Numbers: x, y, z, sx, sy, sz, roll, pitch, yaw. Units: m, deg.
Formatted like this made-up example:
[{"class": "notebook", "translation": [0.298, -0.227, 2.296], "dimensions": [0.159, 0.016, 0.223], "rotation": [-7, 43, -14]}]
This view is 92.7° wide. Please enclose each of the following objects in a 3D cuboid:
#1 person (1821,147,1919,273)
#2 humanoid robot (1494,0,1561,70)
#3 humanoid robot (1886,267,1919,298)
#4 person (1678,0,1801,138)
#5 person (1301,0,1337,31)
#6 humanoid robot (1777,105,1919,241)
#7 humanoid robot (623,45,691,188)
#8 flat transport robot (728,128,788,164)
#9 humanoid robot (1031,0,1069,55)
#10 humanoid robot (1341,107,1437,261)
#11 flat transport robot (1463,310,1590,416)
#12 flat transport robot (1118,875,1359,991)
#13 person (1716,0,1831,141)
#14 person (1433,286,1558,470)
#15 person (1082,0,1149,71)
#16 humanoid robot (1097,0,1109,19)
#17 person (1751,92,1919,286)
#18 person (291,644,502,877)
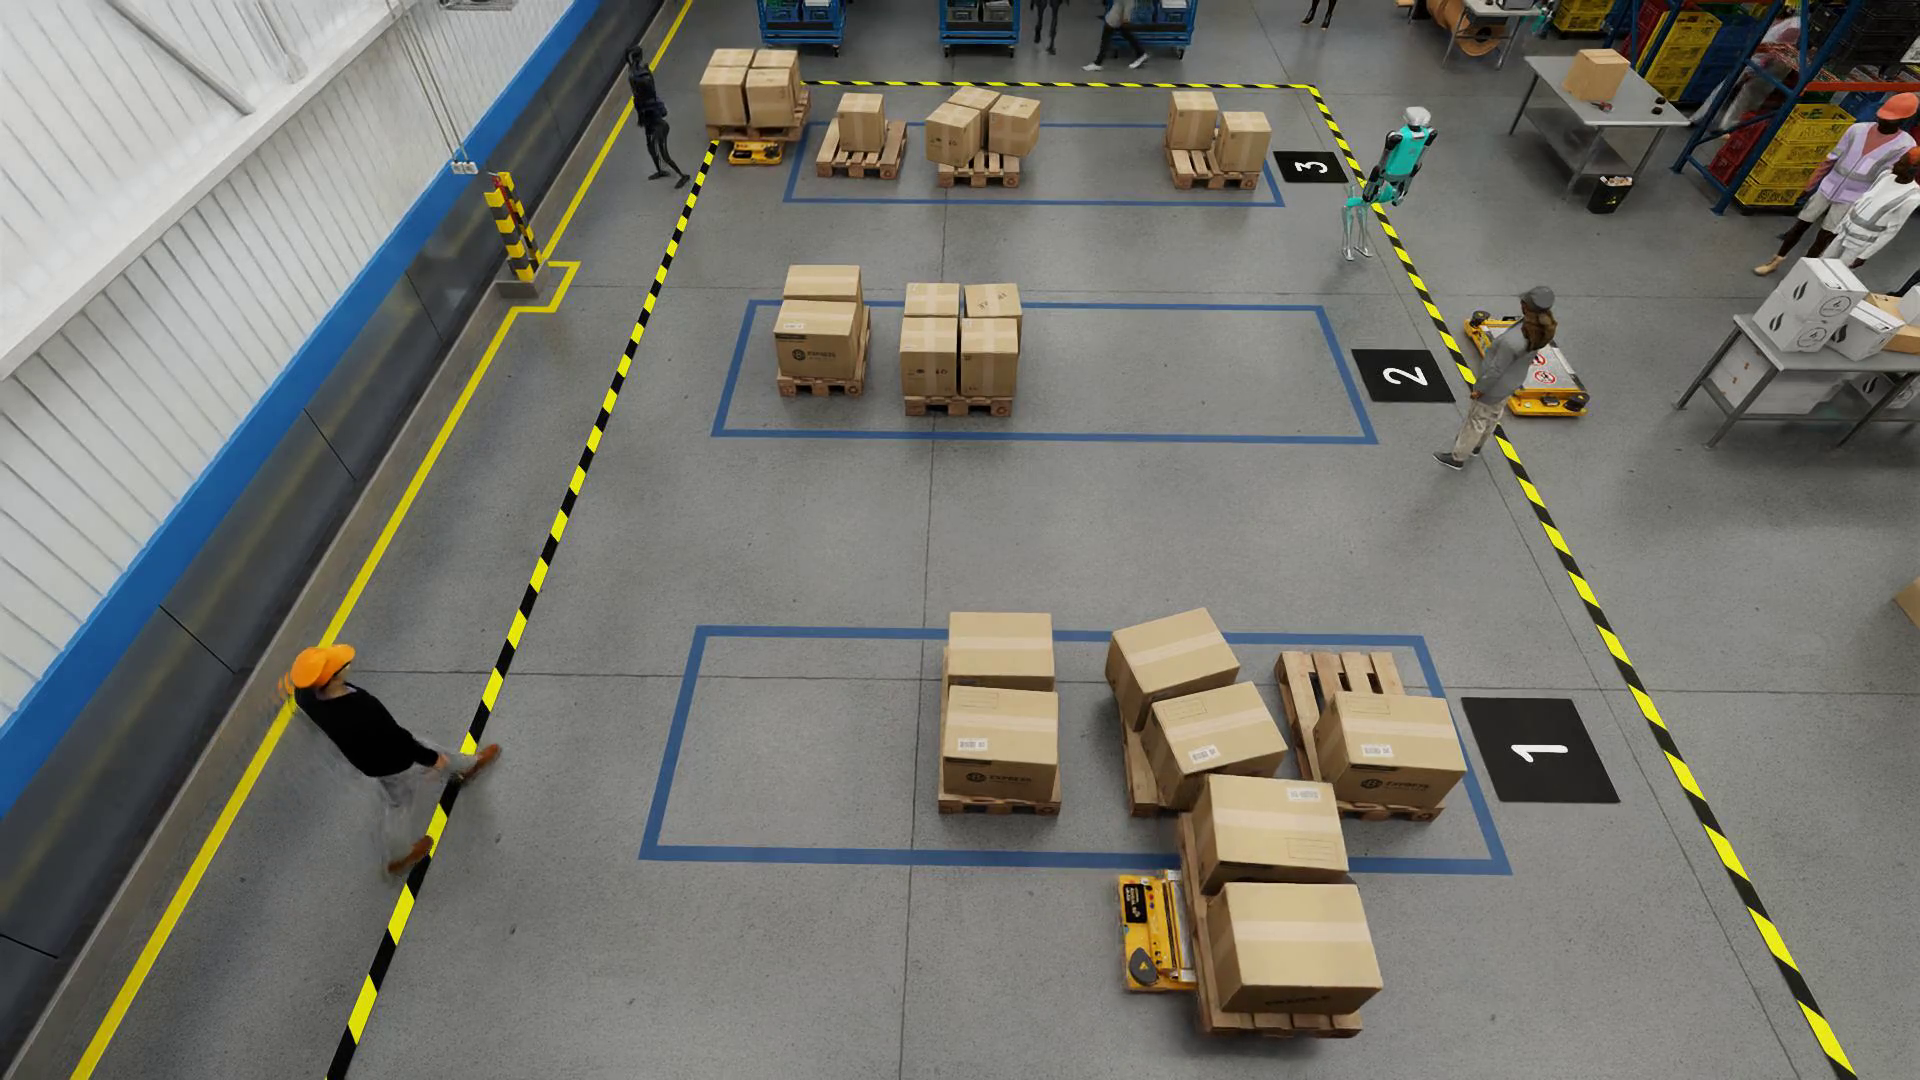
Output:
[{"class": "person", "translation": [8.779, -2.935, 9.006], "dimensions": [0.361, 1.882, 0.574], "rotation": [5, 49, 4]}, {"class": "humanoid robot", "translation": [8.351, -7.747, 13.329], "dimensions": [0.537, 1.858, 0.799], "rotation": [13, 50, 11]}, {"class": "humanoid robot", "translation": [10.146, -3.091, 9.267], "dimensions": [0.599, 1.657, 0.315], "rotation": [-31, 56, -24]}, {"class": "person", "translation": [10.085, -6.092, 11.787], "dimensions": [0.756, 1.804, 0.593], "rotation": [3, 49, 2]}, {"class": "person", "translation": [5.832, -9.029, 14.230], "dimensions": [0.602, 1.961, 0.368], "rotation": [29, 55, 22]}, {"class": "humanoid robot", "translation": [9.943, -3.975, 10.064], "dimensions": [0.758, 1.628, 0.611], "rotation": [11, 50, 9]}, {"class": "humanoid robot", "translation": [-3.677, -5.091, 11.007], "dimensions": [0.399, 1.635, 0.584], "rotation": [-36, 58, -27]}, {"class": "flat transport robot", "translation": [-2.645, -5.451, 12.234], "dimensions": [0.652, 0.197, 1.431], "rotation": [1, 49, 1]}, {"class": "humanoid robot", "translation": [1.341, -8.202, 13.699], "dimensions": [0.586, 1.647, 0.482], "rotation": [-4, 49, -3]}, {"class": "humanoid robot", "translation": [4.471, -3.847, 9.807], "dimensions": [0.533, 1.671, 0.735], "rotation": [-11, 50, -9]}, {"class": "flat transport robot", "translation": [5.573, -1.757, 9.054], "dimensions": [0.659, 0.231, 1.431], "rotation": [1, 49, 1]}, {"class": "flat transport robot", "translation": [1.704, 2.338, 5.491], "dimensions": [1.431, 0.197, 0.652], "rotation": [1, 49, 1]}, {"class": "person", "translation": [10.500, -6.099, 11.772], "dimensions": [0.618, 1.844, 0.430], "rotation": [-8, 50, -7]}, {"class": "person", "translation": [4.525, -1.336, 7.698], "dimensions": [0.566, 1.765, 0.399], "rotation": [-28, 55, -22]}, {"class": "person", "translation": [2.353, -7.699, 13.179], "dimensions": [0.939, 1.811, 0.595], "rotation": [7, 49, 6]}, {"class": "humanoid robot", "translation": [2.528, -9.195, 14.558], "dimensions": [0.360, 1.644, 0.599], "rotation": [19, 52, 16]}, {"class": "person", "translation": [9.071, -3.579, 9.468], "dimensions": [0.401, 2.033, 0.608], "rotation": [-23, 53, -18]}, {"class": "person", "translation": [-3.415, 1.244, 5.422], "dimensions": [0.604, 1.836, 0.992], "rotation": [21, 52, 17]}]
